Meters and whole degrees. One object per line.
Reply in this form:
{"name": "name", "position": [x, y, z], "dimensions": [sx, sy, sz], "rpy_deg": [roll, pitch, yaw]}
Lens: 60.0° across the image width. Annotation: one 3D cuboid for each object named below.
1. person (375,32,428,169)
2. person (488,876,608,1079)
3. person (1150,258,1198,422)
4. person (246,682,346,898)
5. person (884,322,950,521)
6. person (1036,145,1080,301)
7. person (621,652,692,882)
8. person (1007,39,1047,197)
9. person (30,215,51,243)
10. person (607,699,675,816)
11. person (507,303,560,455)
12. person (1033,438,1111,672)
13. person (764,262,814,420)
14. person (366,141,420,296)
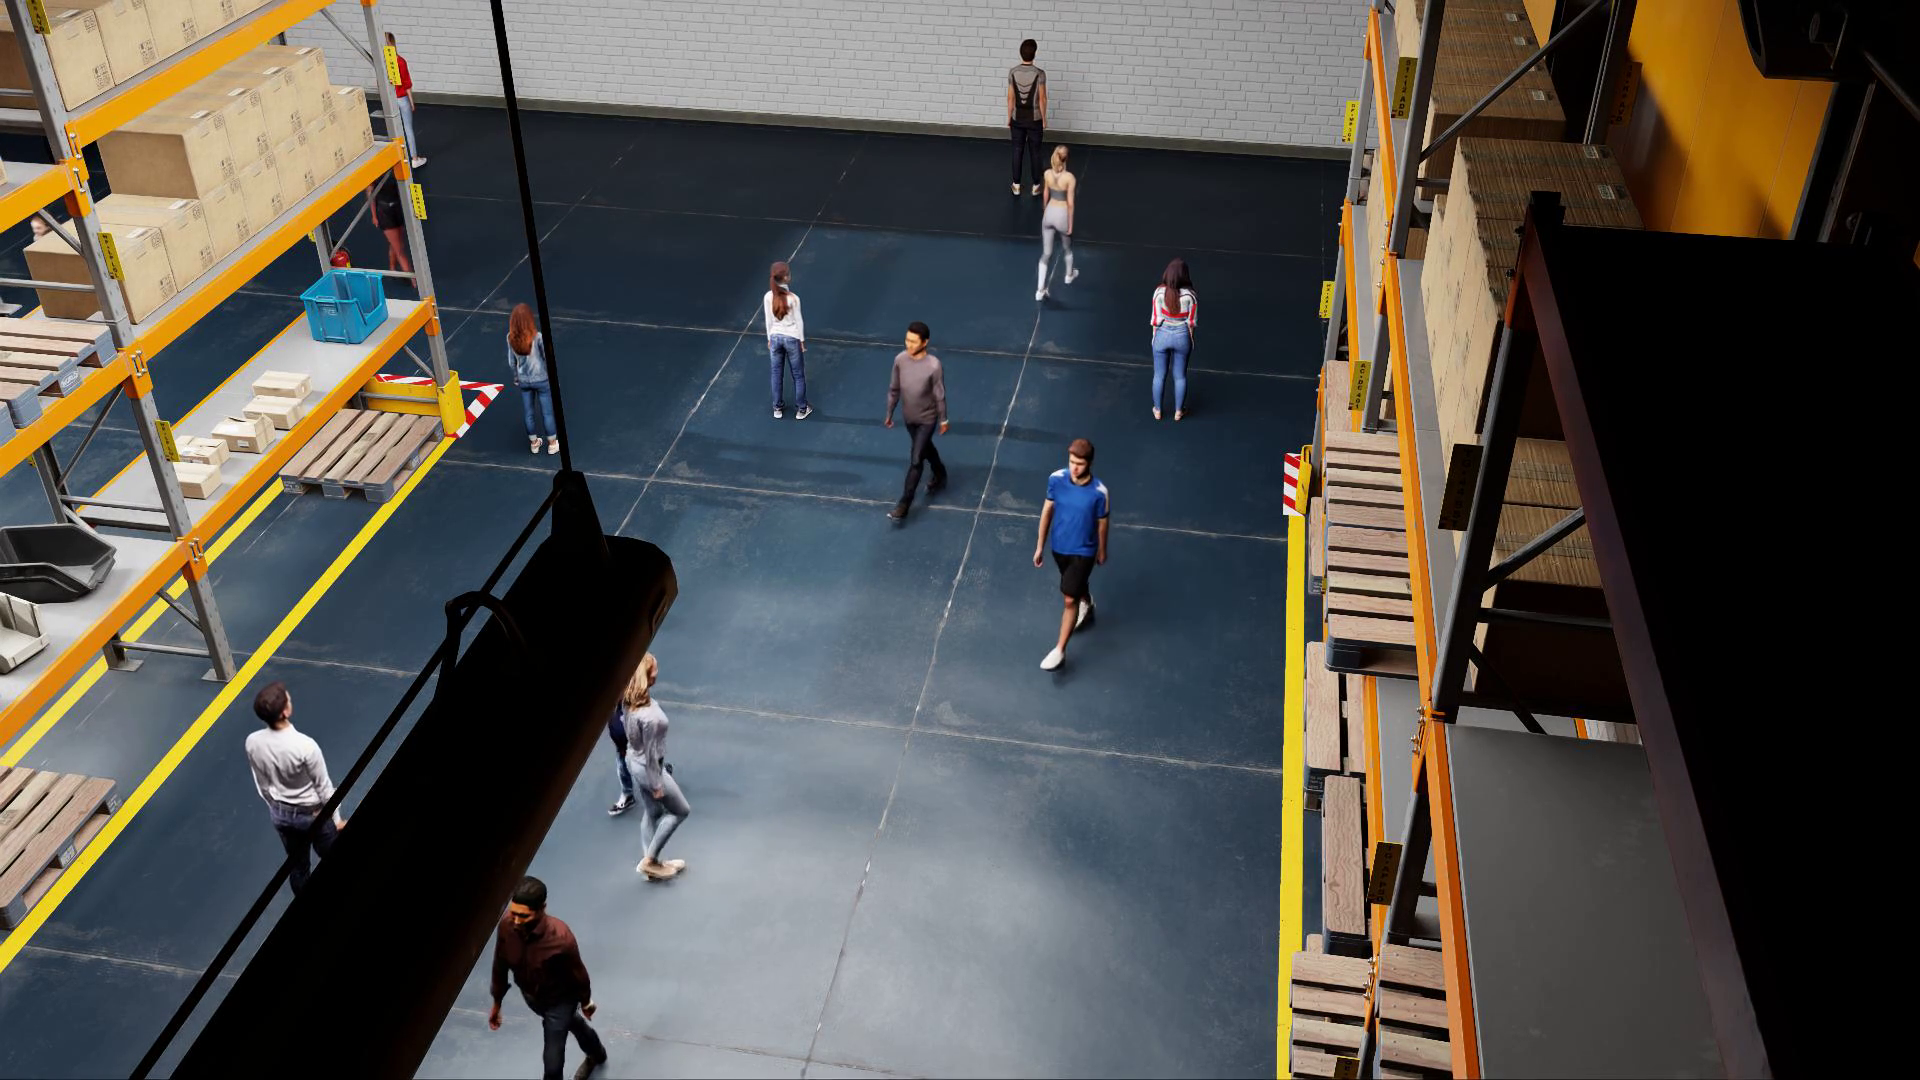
{"name": "person", "position": [-7.103, -5.551, 20.991], "dimensions": [0.613, 1.703, 0.505], "rpy_deg": [7, 34, 10]}
{"name": "person", "position": [-2.168, 2.409, 8.995], "dimensions": [0.869, 1.727, 1.196], "rpy_deg": [15, 37, 22]}
{"name": "person", "position": [1.987, -1.879, 15.548], "dimensions": [0.581, 1.613, 0.498], "rpy_deg": [7, 34, 10]}
{"name": "person", "position": [-3.965, 1.640, 10.025], "dimensions": [0.608, 1.867, 0.574], "rpy_deg": [7, 34, 10]}
{"name": "person", "position": [-0.289, -1.077, 14.246], "dimensions": [1.014, 1.719, 1.254], "rpy_deg": [17, 37, 23]}
{"name": "person", "position": [0.989, -3.345, 17.713], "dimensions": [0.826, 1.658, 1.191], "rpy_deg": [17, 37, 24]}
{"name": "person", "position": [-2.024, 1.463, 10.374], "dimensions": [0.785, 1.776, 0.715], "rpy_deg": [-15, 37, -22]}
{"name": "person", "position": [0.812, -5.124, 20.174], "dimensions": [0.631, 1.896, 0.547], "rpy_deg": [7, 34, 10]}
{"name": "person", "position": [-9.442, -2.866, 17.435], "dimensions": [0.511, 1.168, 0.800], "rpy_deg": [4, 34, 5]}
{"name": "person", "position": [-2.161, 1.308, 11.117], "dimensions": [0.829, 1.211, 0.727], "rpy_deg": [-29, 43, -36]}
{"name": "person", "position": [-3.858, -1.456, 15.035], "dimensions": [0.556, 1.477, 0.487], "rpy_deg": [7, 34, 10]}
{"name": "person", "position": [0.899, 0.010, 12.520], "dimensions": [0.969, 1.819, 1.340], "rpy_deg": [18, 38, 25]}
{"name": "person", "position": [-1.642, -1.865, 15.579], "dimensions": [0.530, 1.556, 0.509], "rpy_deg": [7, 34, 10]}
{"name": "person", "position": [-6.166, -3.507, 17.922], "dimensions": [1.030, 1.697, 1.132], "rpy_deg": [24, 40, 31]}
